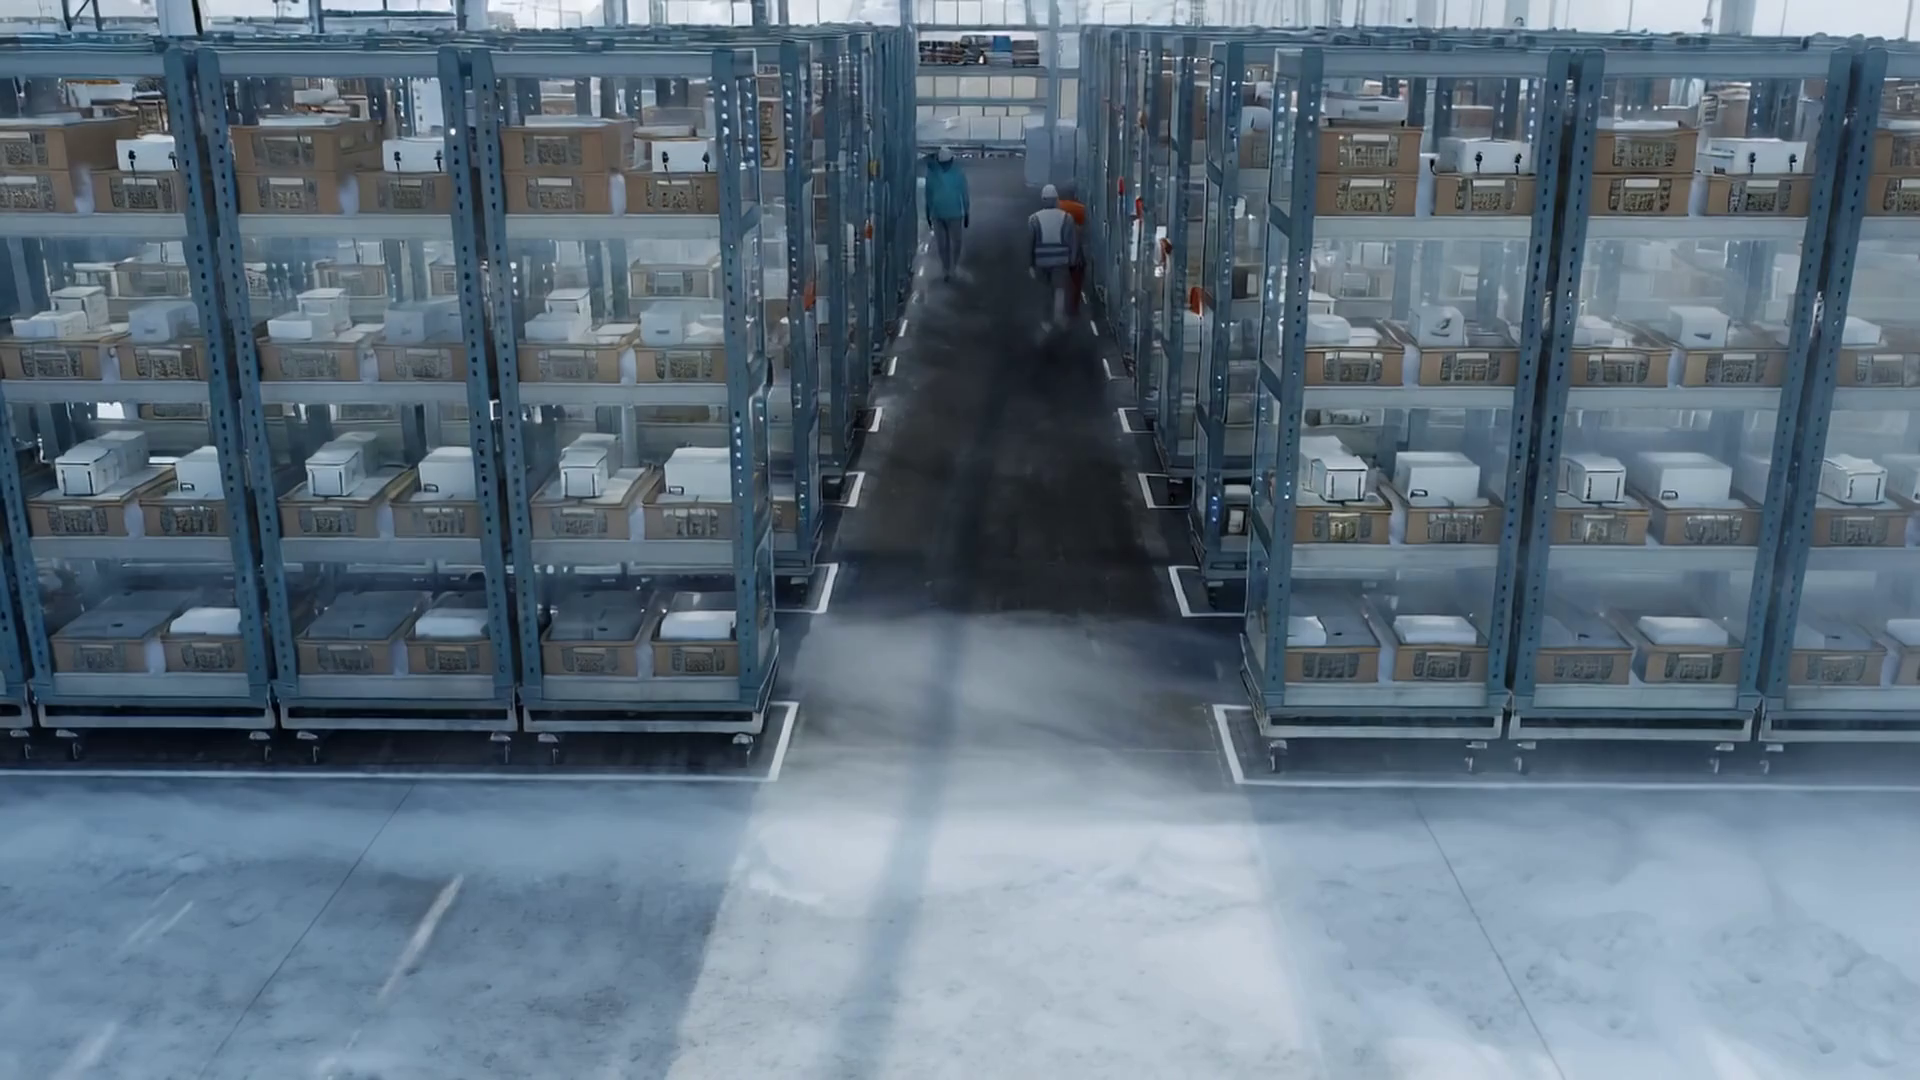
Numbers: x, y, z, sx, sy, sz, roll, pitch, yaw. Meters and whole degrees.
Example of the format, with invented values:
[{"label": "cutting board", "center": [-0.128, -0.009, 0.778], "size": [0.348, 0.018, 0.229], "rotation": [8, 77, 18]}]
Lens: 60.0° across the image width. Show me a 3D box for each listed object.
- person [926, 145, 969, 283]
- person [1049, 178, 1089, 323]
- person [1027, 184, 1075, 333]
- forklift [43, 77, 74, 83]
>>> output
[{"label": "person", "center": [-0.181, -4.778, 24.349], "size": [0.636, 1.973, 0.604], "rotation": [-1, 17, -2]}, {"label": "person", "center": [1.333, -3.678, 21.128], "size": [0.677, 1.813, 0.631], "rotation": [7, 19, 21]}, {"label": "person", "center": [1.102, -3.389, 20.194], "size": [0.596, 1.812, 0.583], "rotation": [1, 17, 4]}, {"label": "forklift", "center": [-24.058, -11.590, 44.575], "size": [1.129, 2.768, 1.873], "rotation": [-13, 21, -35]}]
